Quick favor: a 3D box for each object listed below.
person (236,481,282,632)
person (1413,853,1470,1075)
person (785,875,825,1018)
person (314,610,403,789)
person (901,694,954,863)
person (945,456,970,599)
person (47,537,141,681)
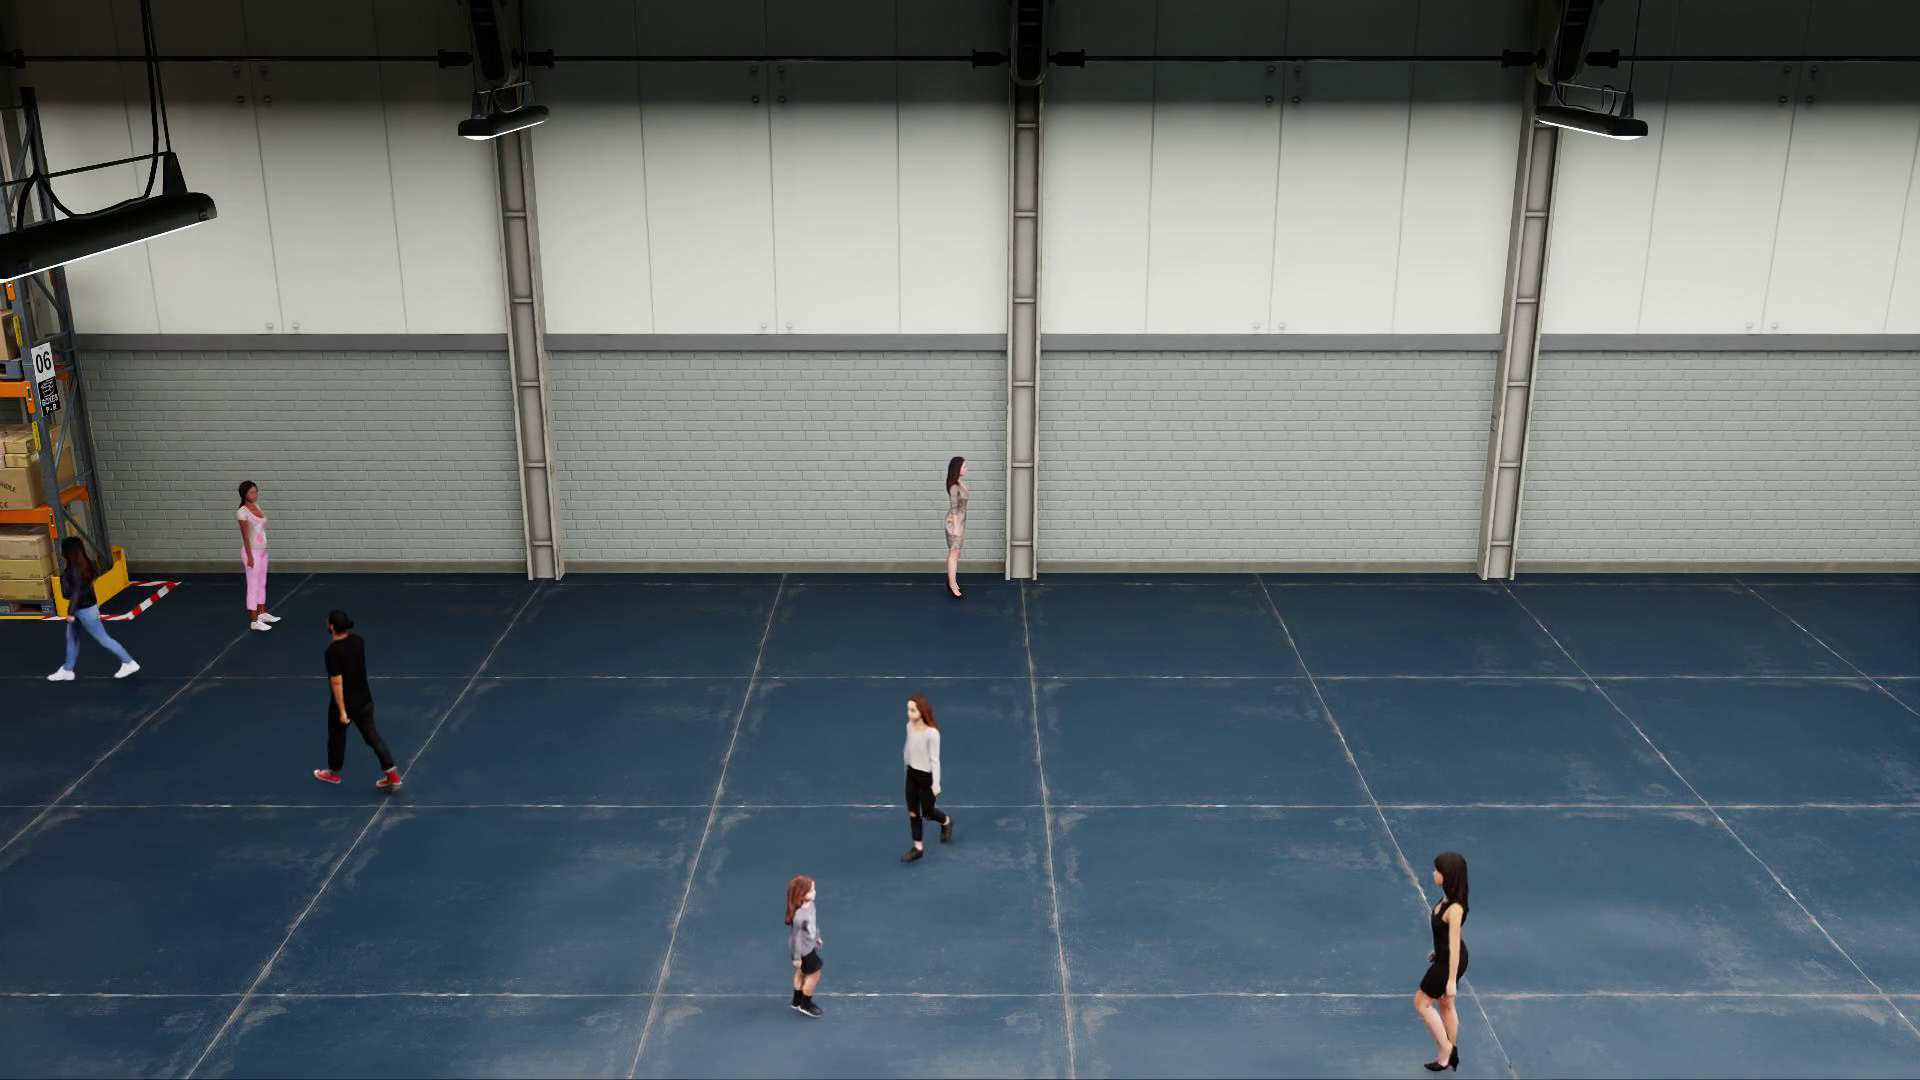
[{"bbox_3d":[-8.105,0.160,19.113,0.503,1.743,0.571,1,18,2],"label":"person"},{"bbox_3d":[3.319,2.849,11.032,0.642,1.635,0.662,5,19,14],"label":"person"},{"bbox_3d":[-1.163,2.868,11.844,0.509,1.095,0.489,2,18,6],"label":"person"},{"bbox_3d":[-5.443,1.493,15.067,1.252,1.713,0.952,8,20,22],"label":"person"},{"bbox_3d":[-0.271,1.976,13.974,0.848,1.472,0.891,15,24,39],"label":"person"},{"bbox_3d":[-0.053,-0.170,20.124,0.507,1.745,0.585,1,18,2],"label":"person"},{"bbox_3d":[-9.137,0.754,17.543,1.223,1.586,0.919,-6,19,-19],"label":"person"}]
